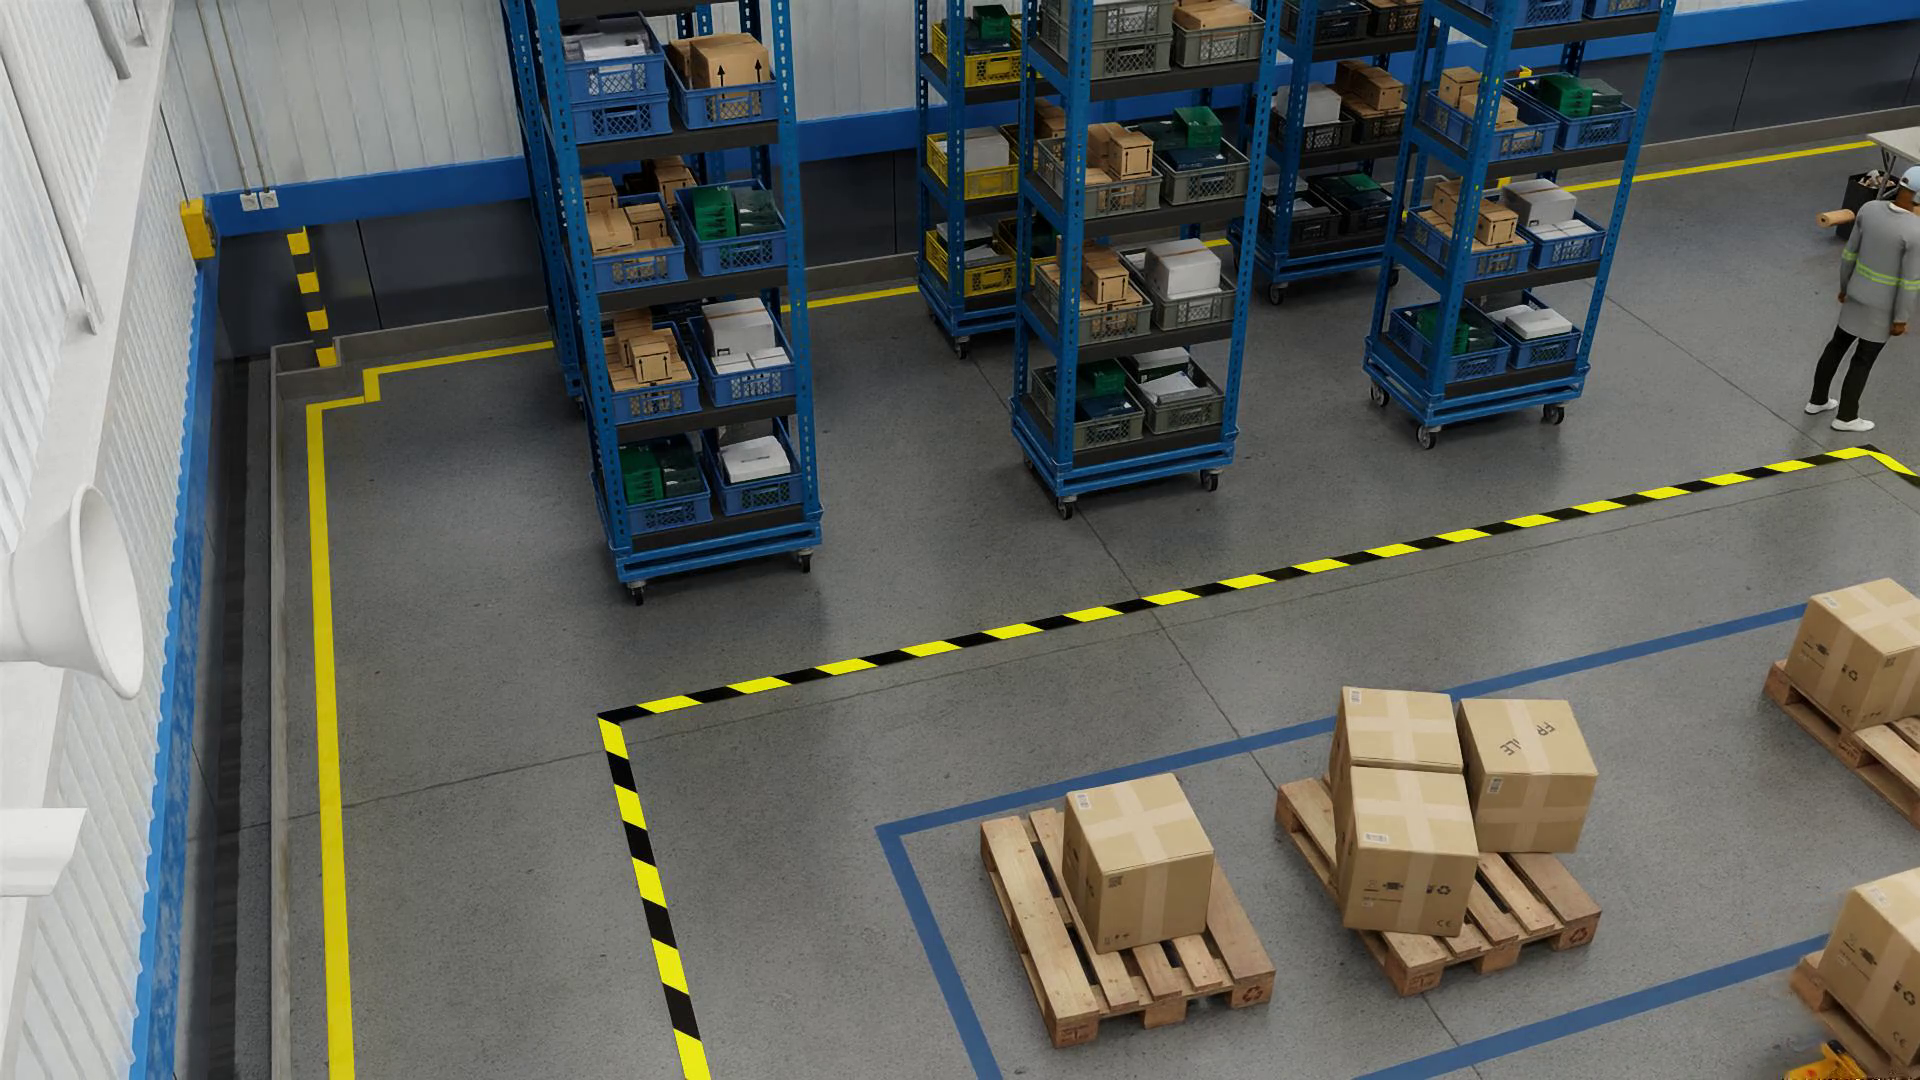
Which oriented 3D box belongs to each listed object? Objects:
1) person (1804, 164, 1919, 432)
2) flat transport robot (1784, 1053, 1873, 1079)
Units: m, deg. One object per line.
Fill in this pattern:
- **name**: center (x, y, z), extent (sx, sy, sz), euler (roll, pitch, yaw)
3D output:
- **person**: center (6.027, -1.587, 10.936), extent (0.391, 1.848, 0.586), euler (-11, 37, -16)
- **flat transport robot**: center (4.233, 2.237, 6.860), extent (1.431, 0.197, 0.652), euler (-11, 37, -15)
